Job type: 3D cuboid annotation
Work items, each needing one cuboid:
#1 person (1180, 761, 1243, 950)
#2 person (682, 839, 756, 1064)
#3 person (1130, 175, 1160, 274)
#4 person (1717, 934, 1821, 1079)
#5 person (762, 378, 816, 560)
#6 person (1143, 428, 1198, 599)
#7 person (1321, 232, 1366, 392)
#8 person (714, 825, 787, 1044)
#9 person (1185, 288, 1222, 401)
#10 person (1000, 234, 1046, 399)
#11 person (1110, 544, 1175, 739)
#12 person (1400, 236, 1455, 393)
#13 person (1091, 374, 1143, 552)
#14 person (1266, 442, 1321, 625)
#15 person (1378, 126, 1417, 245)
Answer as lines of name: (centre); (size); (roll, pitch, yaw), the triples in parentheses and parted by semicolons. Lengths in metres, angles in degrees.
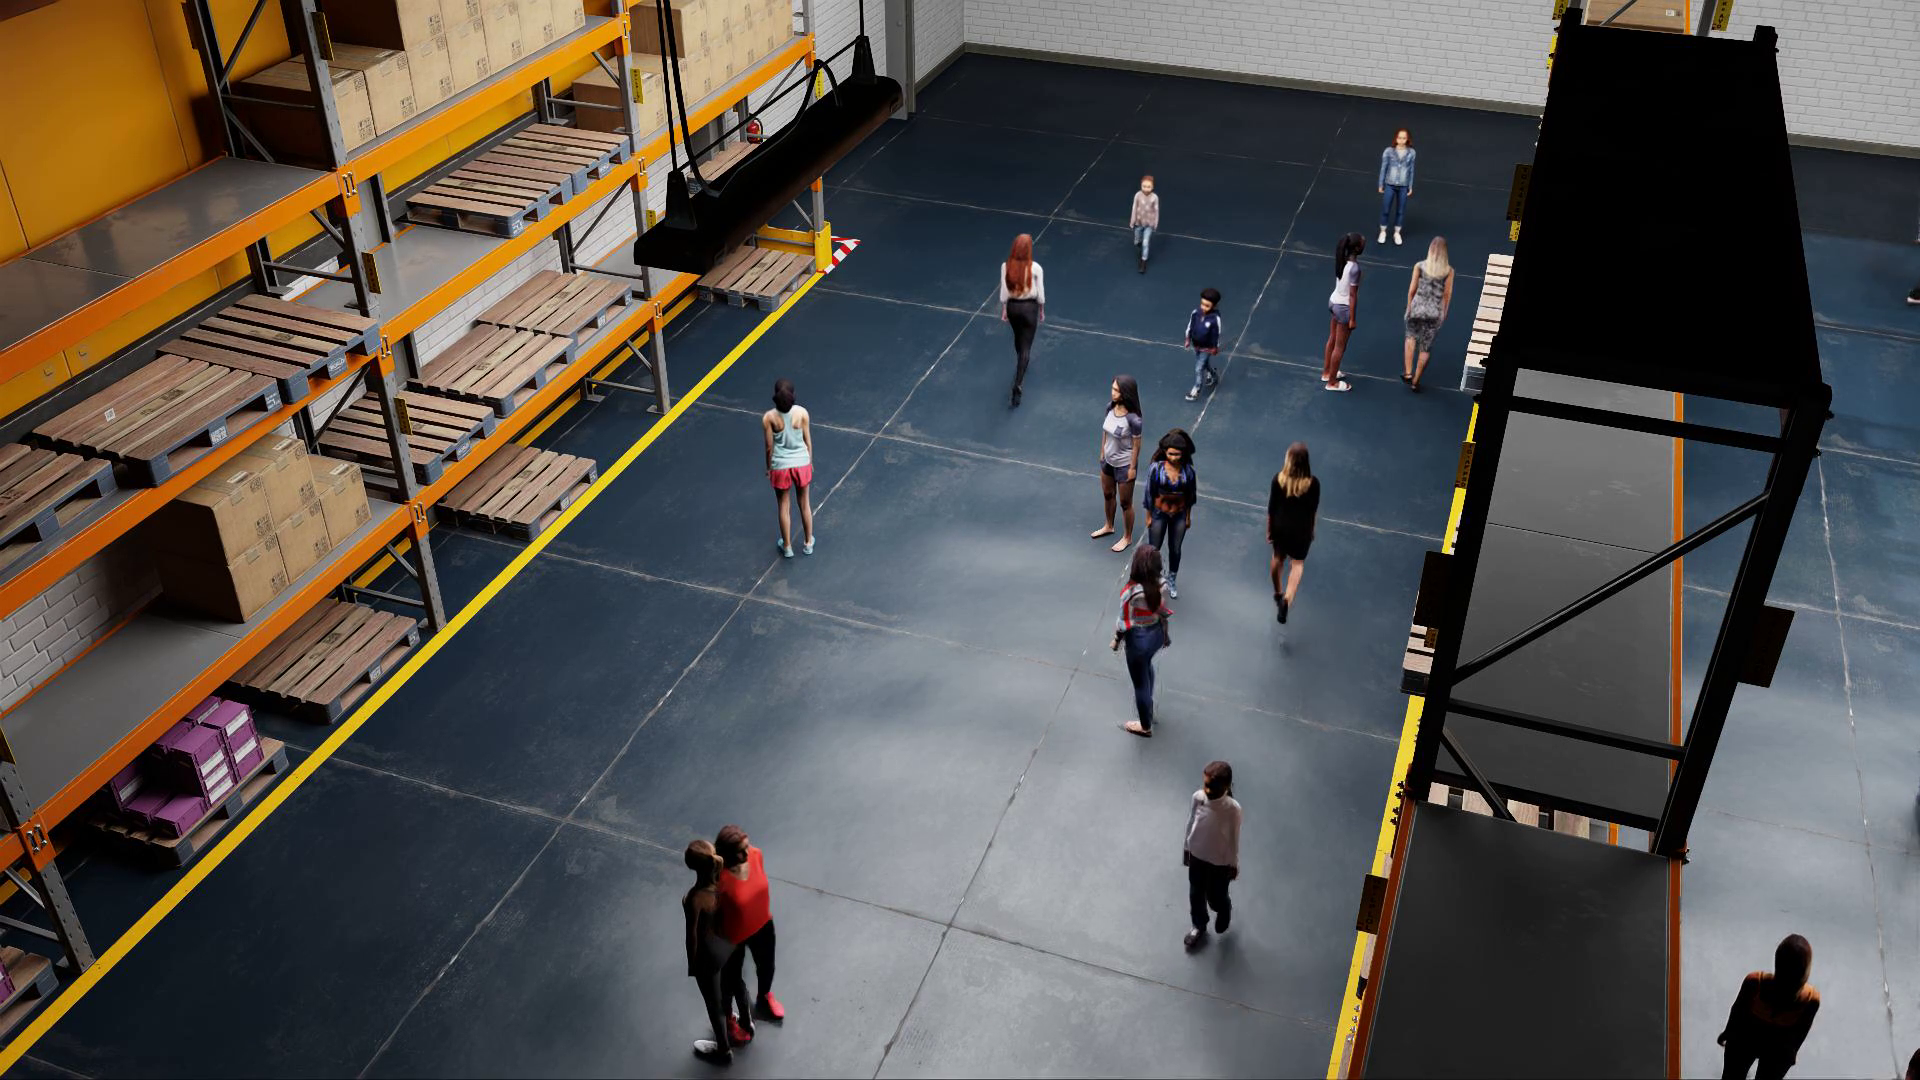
person: (1.683, 2.009, 10.861); (0.608, 1.547, 0.694); (19, 38, 26)
person: (-1.468, 2.462, 10.040); (0.640, 1.700, 0.484); (18, 38, 25)
person: (2.225, -3.827, 19.966); (0.489, 1.186, 0.667); (12, 35, 17)
person: (4.576, 2.874, 9.485); (0.573, 1.629, 0.516); (13, 36, 18)
person: (-1.496, -0.645, 14.656); (0.705, 1.765, 0.745); (-8, 34, -11)
person: (1.776, -0.213, 14.142); (0.663, 1.616, 0.646); (2, 34, 2)
person: (3.988, -2.394, 17.325); (0.747, 1.724, 0.640); (-4, 34, -7)
person: (-1.352, 2.384, 10.170); (0.737, 1.687, 0.613); (25, 41, 32)
person: (2.565, -2.077, 17.314); (0.881, 1.208, 0.727); (-28, 43, -35)
person: (0.633, -2.274, 17.149); (0.635, 1.720, 1.106); (11, 35, 16)
person: (1.418, 0.777, 12.669); (0.782, 1.597, 0.839); (-28, 43, -36)
person: (4.810, -2.288, 17.195); (0.600, 1.692, 0.603); (9, 35, 13)
person: (1.424, -0.706, 14.802); (0.694, 1.706, 0.677); (-23, 40, -30)
person: (2.742, -0.019, 13.815); (0.566, 1.655, 0.915); (9, 35, 14)
person: (5.393, -4.397, 20.563); (0.612, 1.475, 0.575); (4, 34, 6)
